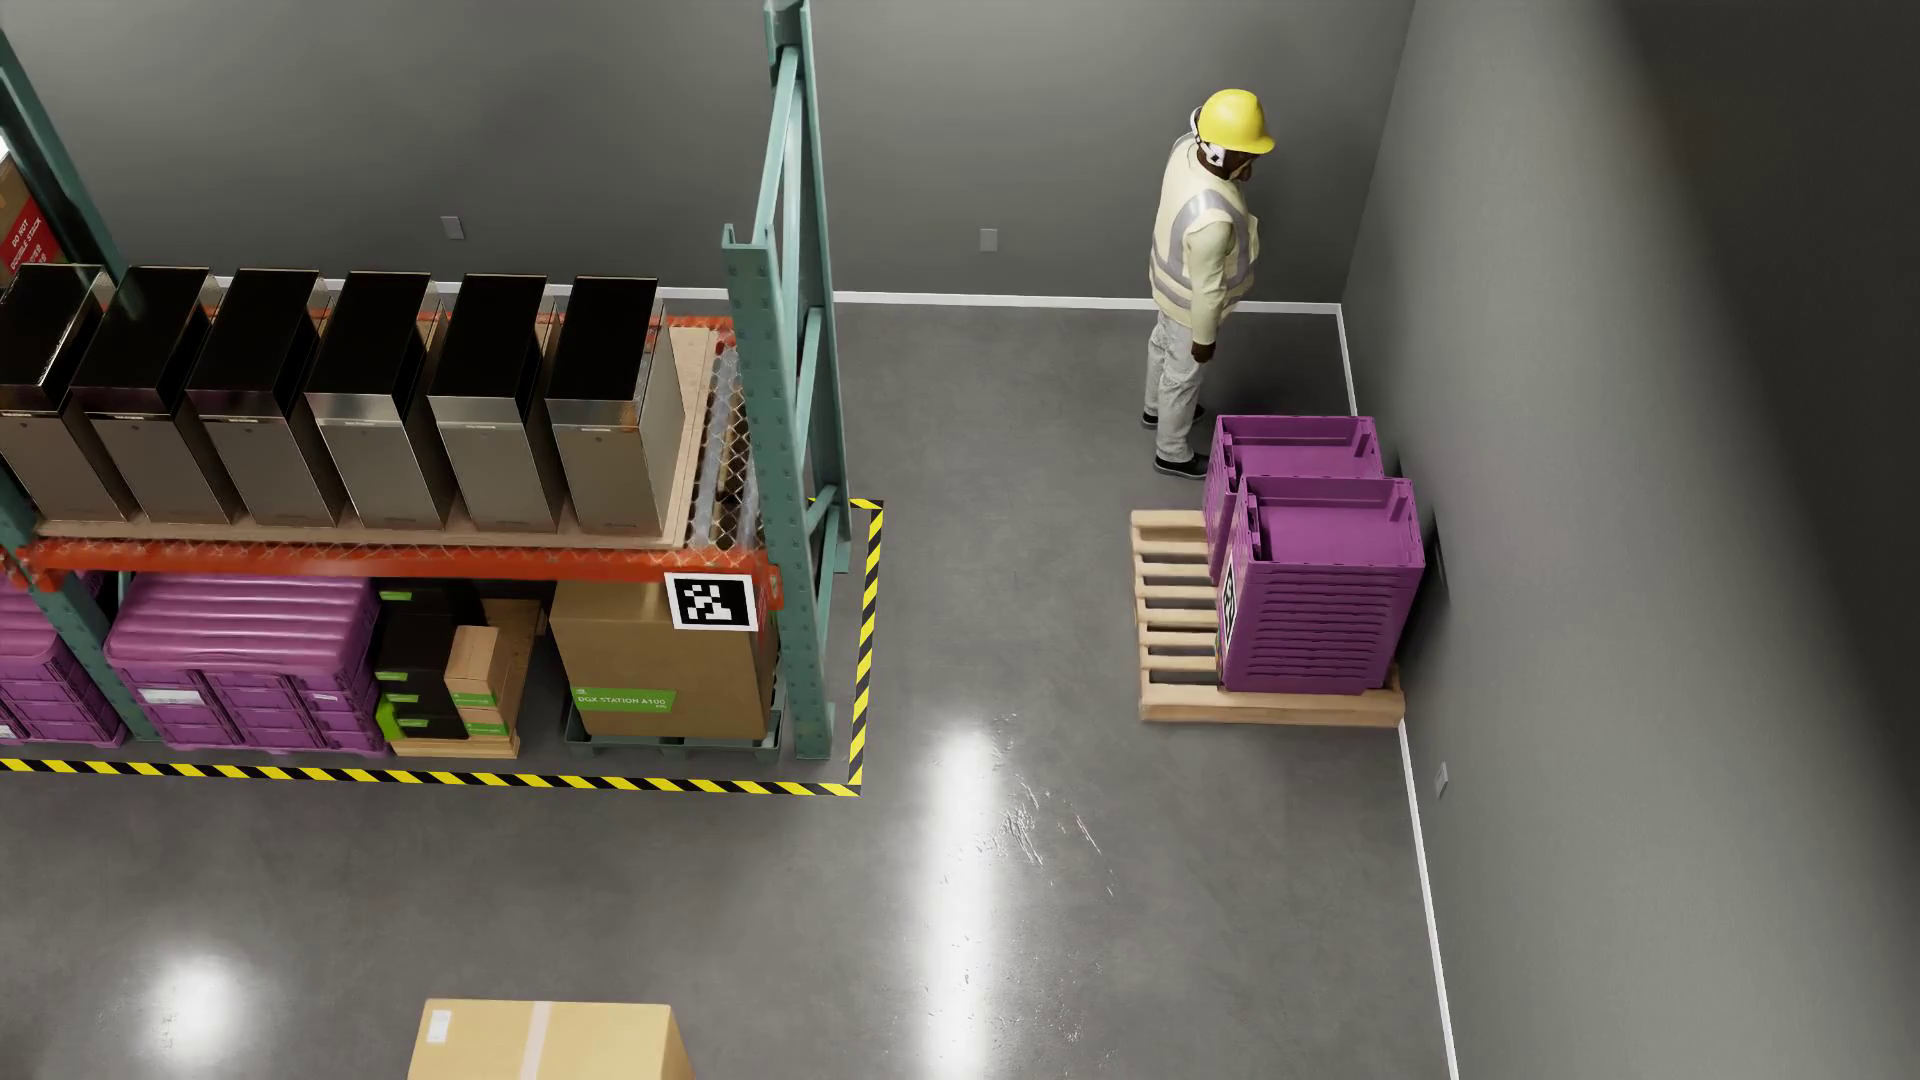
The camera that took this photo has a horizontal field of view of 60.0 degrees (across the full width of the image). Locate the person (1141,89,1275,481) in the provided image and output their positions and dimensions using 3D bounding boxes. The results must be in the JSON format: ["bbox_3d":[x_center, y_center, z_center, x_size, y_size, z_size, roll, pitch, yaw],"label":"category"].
[{"bbox_3d":[0.943,-0.998,6.547,0.404,1.829,0.591,-3,52,-2],"label":"person"}]
